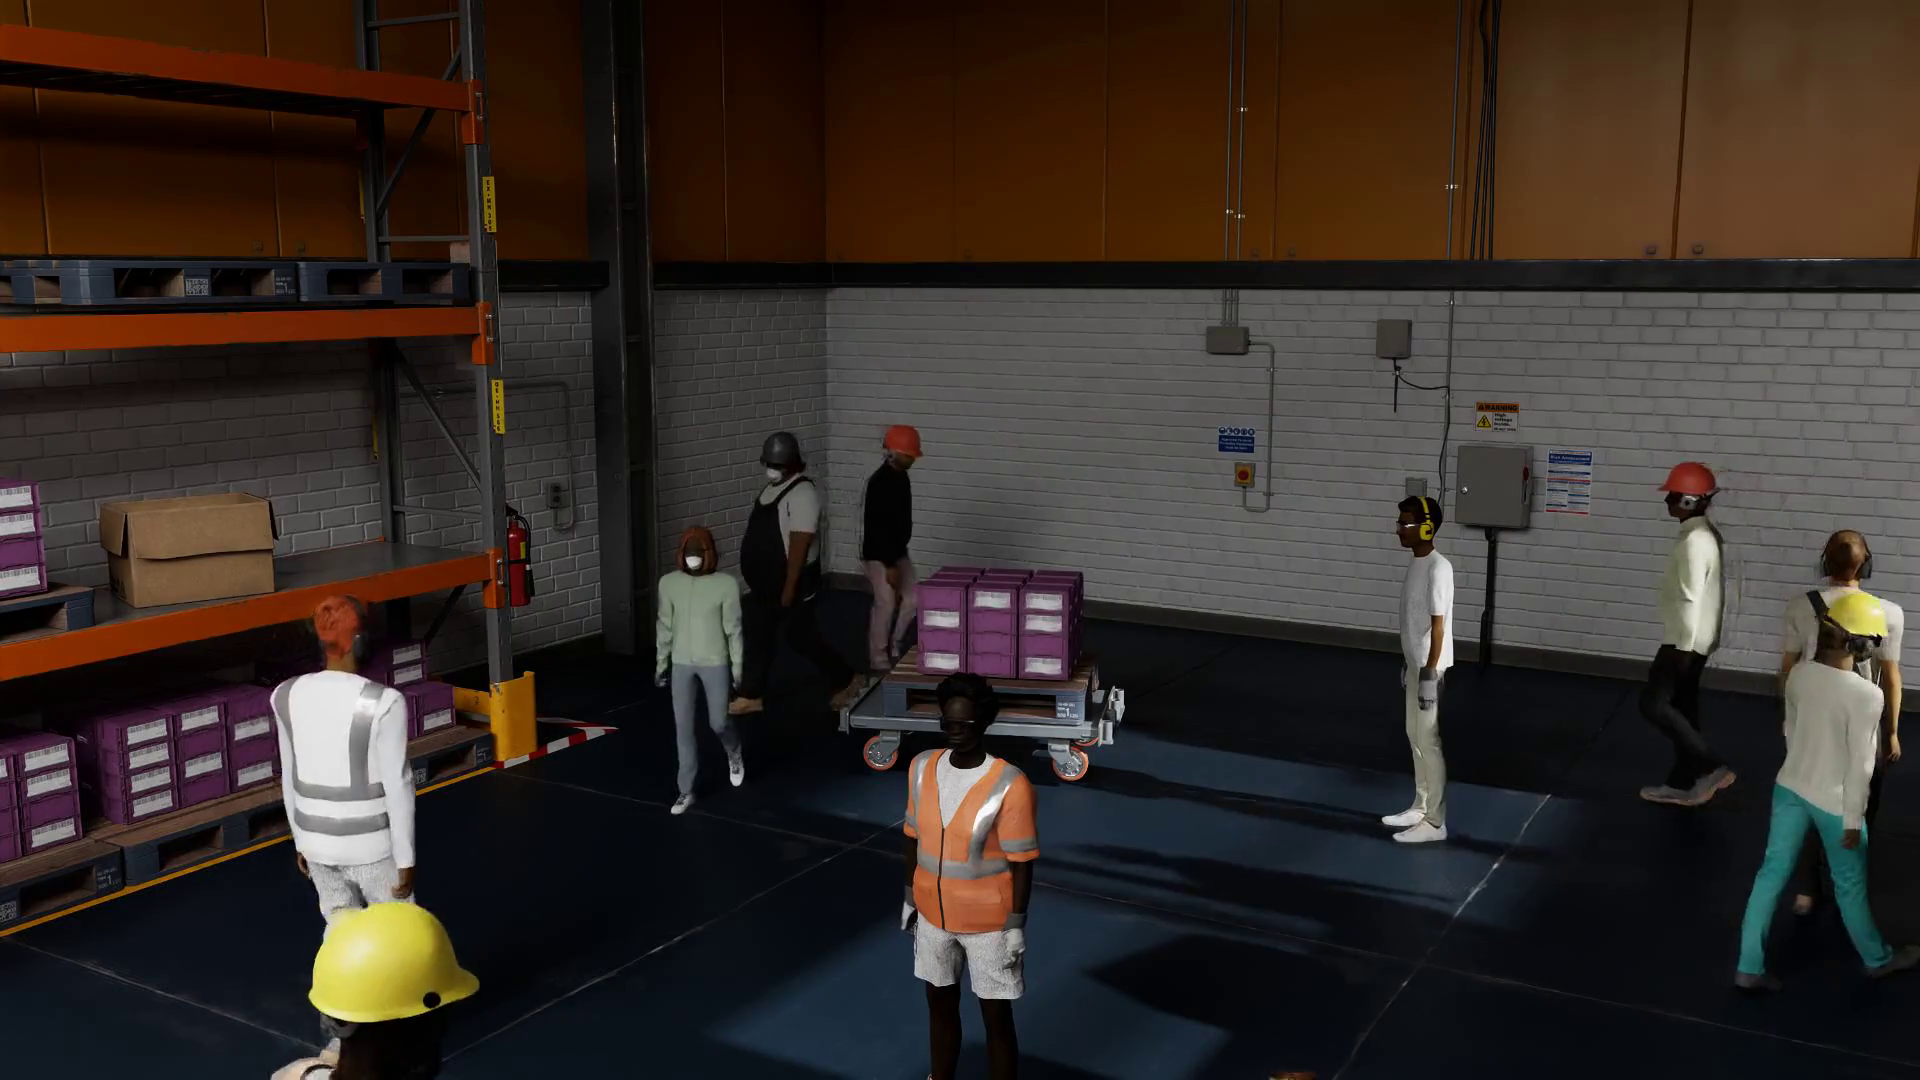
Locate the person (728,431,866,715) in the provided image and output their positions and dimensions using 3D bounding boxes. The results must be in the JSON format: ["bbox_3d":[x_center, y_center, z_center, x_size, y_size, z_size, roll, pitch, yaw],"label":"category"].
[{"bbox_3d":[-1.126,0.203,11.352,0.868,2.000,0.691,-6,11,-32],"label":"person"}]

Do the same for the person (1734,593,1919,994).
[{"bbox_3d":[3.656,1.066,6.952,0.912,1.707,0.540,-3,9,-16],"label":"person"}]

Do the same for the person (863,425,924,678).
[{"bbox_3d":[-0.477,0.119,12.185,0.536,1.943,0.662,3,10,20],"label":"person"}]

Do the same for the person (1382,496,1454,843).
[{"bbox_3d":[2.468,0.686,8.916,0.323,1.862,0.510,0,9,0],"label":"person"}]

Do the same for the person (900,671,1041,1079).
[{"bbox_3d":[0.017,1.279,5.696,0.540,1.700,0.316,6,11,34],"label":"person"}]

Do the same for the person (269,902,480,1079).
[{"bbox_3d":[-1.048,1.592,3.084,0.496,1.904,0.595,-8,12,-41],"label":"person"}]

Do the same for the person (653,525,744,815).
[{"bbox_3d":[-1.478,0.713,9.471,0.519,1.623,0.561,2,9,13],"label":"person"}]

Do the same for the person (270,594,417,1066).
[{"bbox_3d":[-2.260,1.126,6.142,0.577,1.871,0.461,3,9,16],"label":"person"}]

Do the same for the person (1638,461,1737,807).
[{"bbox_3d":[4.093,0.548,9.367,0.465,1.981,0.643,6,11,32],"label":"person"}]

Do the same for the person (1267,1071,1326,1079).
[{"bbox_3d":[0.562,1.701,2.708,0.659,1.808,0.883,7,12,38],"label":"person"}]

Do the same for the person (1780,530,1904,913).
[{"bbox_3d":[4.213,0.857,7.935,0.556,1.823,0.636,8,12,40],"label":"person"}]
